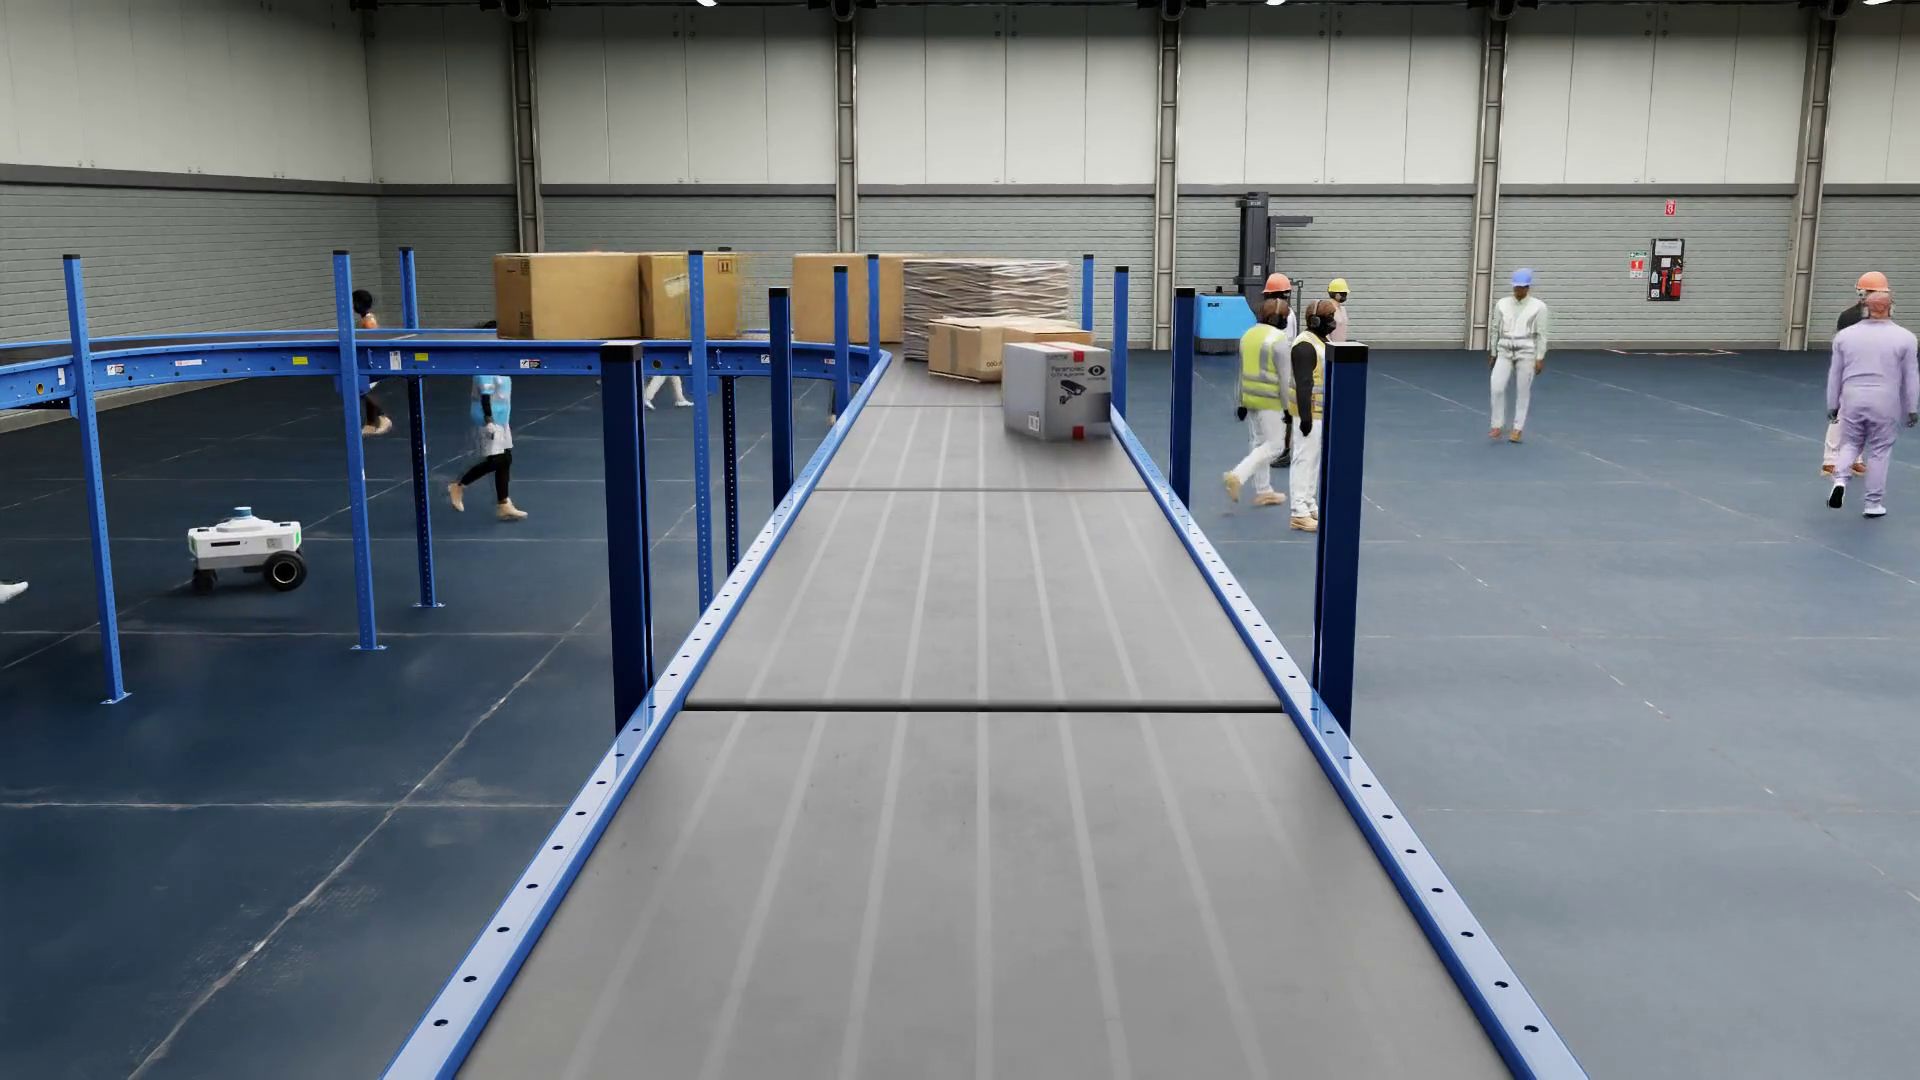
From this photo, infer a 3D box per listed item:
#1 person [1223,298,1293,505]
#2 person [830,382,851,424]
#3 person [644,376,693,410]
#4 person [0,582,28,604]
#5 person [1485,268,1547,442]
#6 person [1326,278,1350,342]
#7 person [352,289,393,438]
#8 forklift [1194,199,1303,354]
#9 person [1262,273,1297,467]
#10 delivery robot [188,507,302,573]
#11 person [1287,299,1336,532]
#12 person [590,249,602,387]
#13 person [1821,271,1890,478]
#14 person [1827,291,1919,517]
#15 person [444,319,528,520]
[{"bbox_3d":[2.573,-1.174,14.346,0.689,1.818,0.644,-5,12,-22],"label":"person"},{"bbox_3d":[-1.131,-2.398,20.161,1.021,2.000,0.705,-5,12,-24],"label":"person"},{"bbox_3d":[-3.875,-2.512,21.766,0.829,1.603,0.528,-9,14,-39],"label":"person"},{"bbox_3d":[-6.347,-0.284,10.374,0.487,1.578,0.908,8,14,36],"label":"person"},{"bbox_3d":[6.162,-2.036,18.474,0.638,1.925,0.701,8,13,35],"label":"person"},{"bbox_3d":[4.522,-2.259,20.044,0.310,1.768,0.533,8,13,35],"label":"person"},{"bbox_3d":[-6.747,-1.999,18.905,0.370,1.690,0.552,-5,12,-23],"label":"person"},{"bbox_3d":[5.313,-4.851,30.603,1.873,2.768,1.129,0,11,1],"label":"forklift"},{"bbox_3d":[3.219,-1.718,16.827,0.376,1.934,0.547,2,11,9],"label":"person"},{"bbox_3d":[-4.870,0.017,11.336,0.707,0.478,0.477,-4,12,-22],"label":"delivery robot"},{"bbox_3d":[2.877,-1.019,13.475,0.430,1.845,0.624,6,12,27],"label":"person"},{"bbox_3d":[-5.359,-3.295,24.692,0.533,2.024,0.605,8,13,35],"label":"person"},{"bbox_3d":[8.691,-1.591,16.062,0.618,1.984,0.421,-5,12,-24],"label":"person"},{"bbox_3d":[7.653,-1.133,13.960,0.686,1.884,0.481,11,15,44],"label":"person"},{"bbox_3d":[-3.919,-0.987,13.711,0.551,1.677,0.535,1,11,4],"label":"person"}]
